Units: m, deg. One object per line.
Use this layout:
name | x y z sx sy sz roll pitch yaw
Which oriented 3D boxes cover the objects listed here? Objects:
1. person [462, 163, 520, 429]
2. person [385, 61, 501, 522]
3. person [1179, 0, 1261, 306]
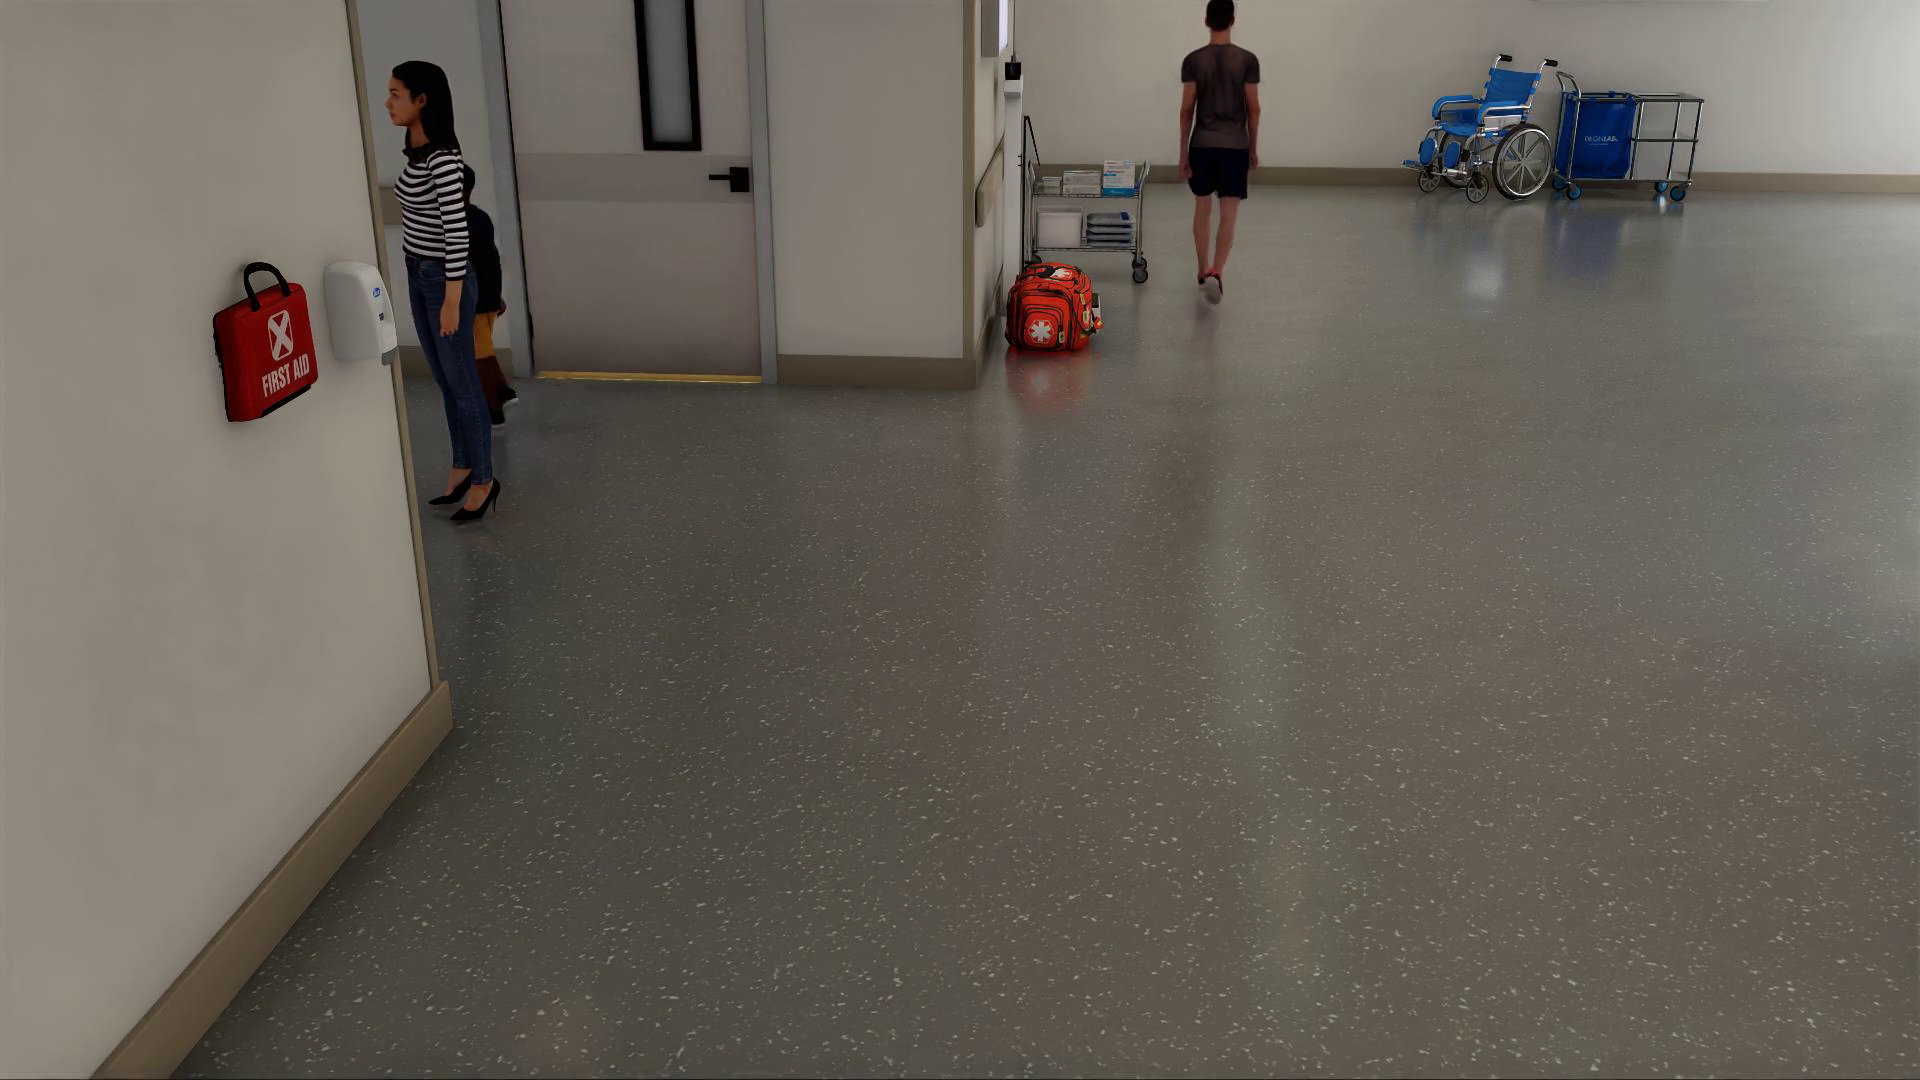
person | -2.228 -1.140 7.809 0.639 1.254 0.538 5 21 14
person | -2.033 -0.963 6.552 0.696 1.797 0.612 -14 25 -32
person | 1.592 -2.358 10.232 0.769 1.817 1.189 5 21 13
